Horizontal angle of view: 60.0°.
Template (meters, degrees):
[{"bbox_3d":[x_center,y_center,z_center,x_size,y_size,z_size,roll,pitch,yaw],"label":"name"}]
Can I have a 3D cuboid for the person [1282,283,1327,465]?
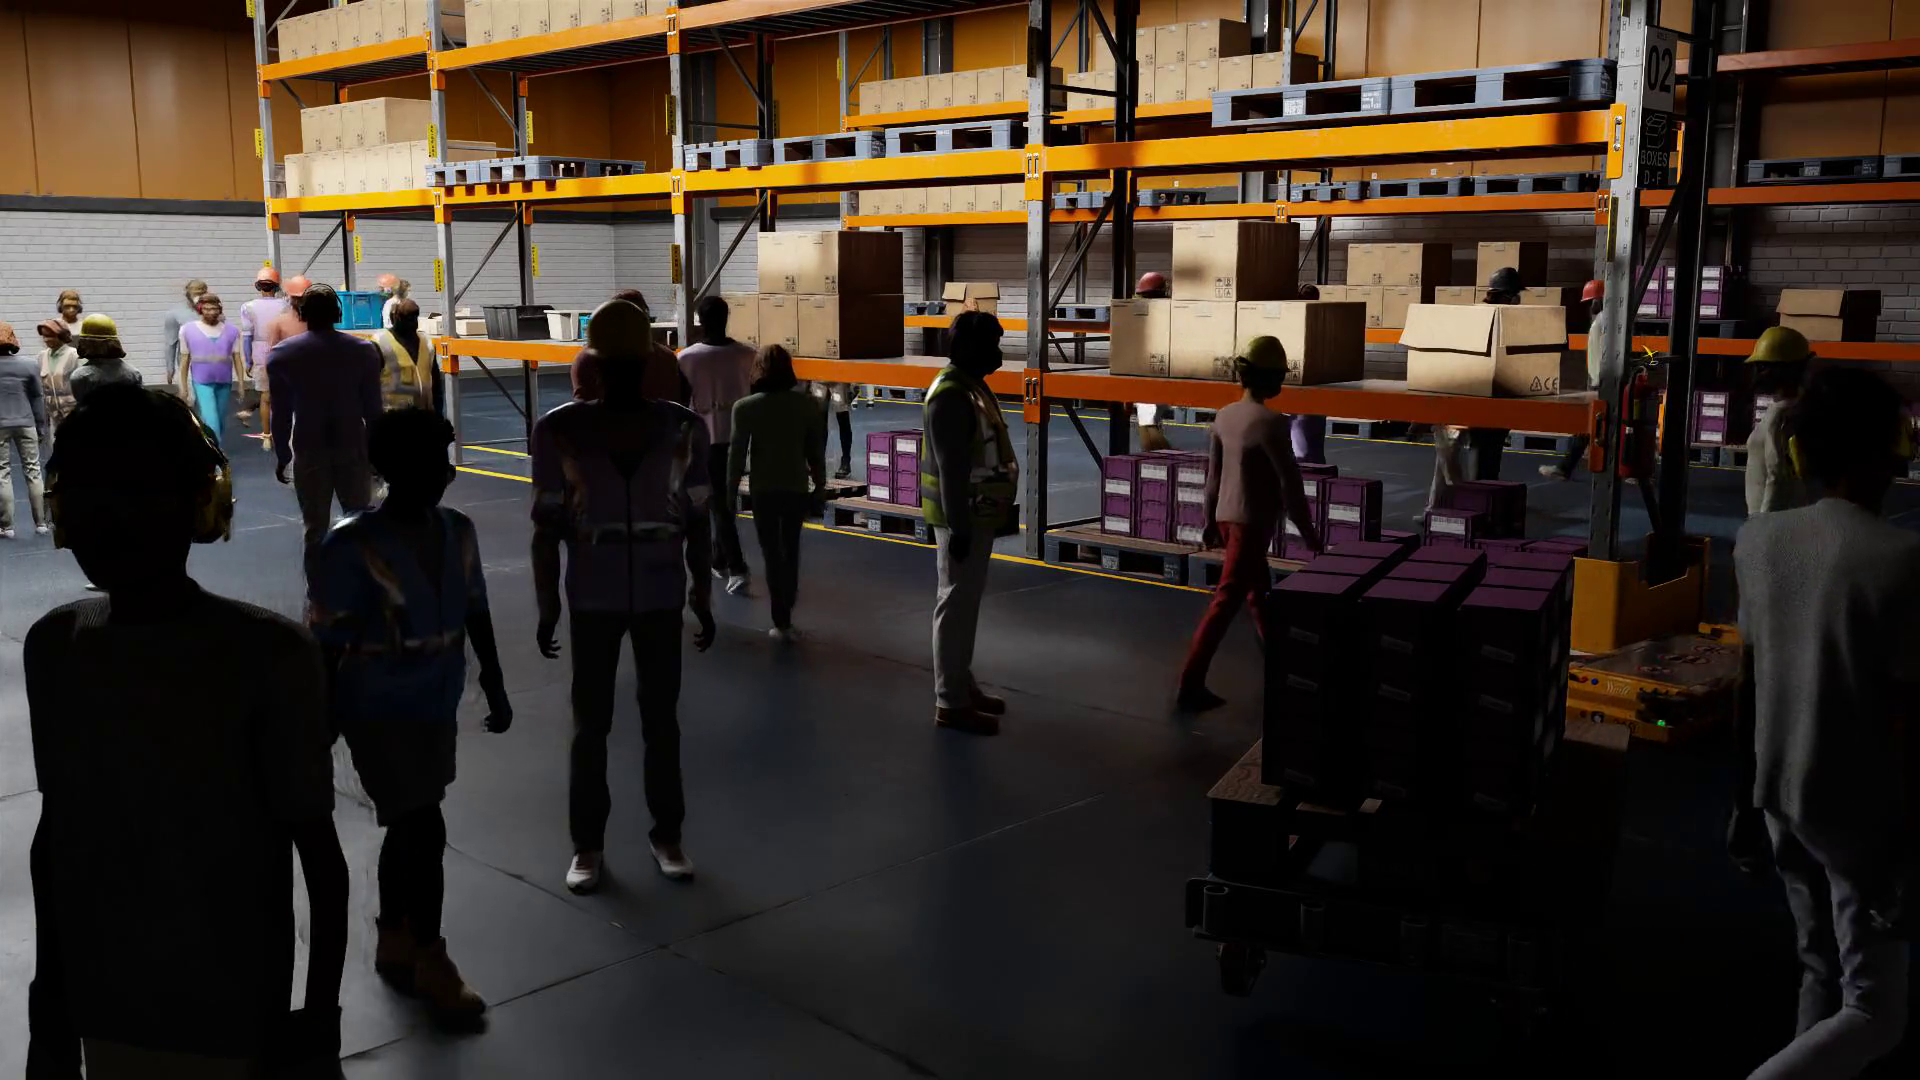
[{"bbox_3d":[2.676,-1.052,13.069,0.407,1.910,0.638,8,12,40],"label":"person"}]

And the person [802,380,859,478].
[{"bbox_3d":[-1.247,-1.567,16.077,0.640,1.962,0.395,4,10,22],"label":"person"}]

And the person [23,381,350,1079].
[{"bbox_3d":[-1.123,0.709,2.381,0.532,1.873,0.321,2,10,14],"label":"person"}]

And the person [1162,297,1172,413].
[{"bbox_3d":[2.213,-1.933,18.943,0.531,1.753,0.459,-6,11,-32],"label":"person"}]

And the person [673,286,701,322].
[{"bbox_3d":[-3.034,-1.994,19.140,0.973,1.807,0.543,4,10,22],"label":"person"}]

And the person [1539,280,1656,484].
[{"bbox_3d":[6.082,-1.477,15.649,1.068,1.922,0.686,8,12,42],"label":"person"}]

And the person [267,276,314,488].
[{"bbox_3d":[-5.834,-1.388,14.982,1.002,1.941,0.634,7,12,37],"label":"person"}]

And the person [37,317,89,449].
[{"bbox_3d":[-7.433,-1.035,13.851,0.527,1.629,0.353,3,10,15],"label":"person"}]

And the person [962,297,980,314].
[{"bbox_3d":[0.164,-2.575,23.280,0.491,1.626,0.282,-4,10,-25],"label":"person"}]

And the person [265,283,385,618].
[{"bbox_3d":[-3.627,-0.497,9.571,0.627,1.941,0.371,-4,10,-22],"label":"person"}]

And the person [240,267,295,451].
[{"bbox_3d":[-7.643,-2.007,18.509,0.605,2.045,0.377,-3,10,-16],"label":"person"}]

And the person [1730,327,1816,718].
[{"bbox_3d":[3.637,-0.069,7.477,0.317,1.767,0.534,6,11,34],"label":"person"}]

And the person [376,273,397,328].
[{"bbox_3d":[-7.818,-2.632,22.584,0.817,1.967,0.622,-7,11,-35],"label":"person"}]

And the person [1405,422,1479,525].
[{"bbox_3d":[3.677,-0.853,12.751,0.532,1.604,0.763,-6,11,-34],"label":"person"}]

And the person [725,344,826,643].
[{"bbox_3d":[-1.031,-0.269,9.152,0.526,1.605,0.661,-4,10,-22],"label":"person"}]

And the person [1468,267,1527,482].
[{"bbox_3d":[4.545,-1.261,13.946,0.536,2.000,0.682,7,11,36],"label":"person"}]

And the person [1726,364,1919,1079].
[{"bbox_3d":[1.694,0.568,3.366,0.657,1.838,0.519,-3,10,-19],"label":"person"}]

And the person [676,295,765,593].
[{"bbox_3d":[-1.511,-0.618,10.557,0.600,1.873,0.988,-5,11,-29],"label":"person"}]

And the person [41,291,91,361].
[{"bbox_3d":[-8.634,-1.521,16.247,0.533,1.814,0.798,-6,11,-32],"label":"person"}]

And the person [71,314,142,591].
[{"bbox_3d":[-5.364,-0.547,10.477,0.295,1.743,0.493,4,10,23],"label":"person"}]

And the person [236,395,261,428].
[{"bbox_3d":[-8.621,-2.165,20.716,0.790,1.650,0.536,-6,11,-31],"label":"person"}]

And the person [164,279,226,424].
[{"bbox_3d":[-8.255,-1.861,17.995,0.649,1.920,0.561,-8,12,-39],"label":"person"}]

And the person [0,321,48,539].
[{"bbox_3d":[-7.156,-0.825,12.514,0.501,1.633,0.289,-8,13,-42],"label":"person"}]

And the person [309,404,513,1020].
[{"bbox_3d":[-1.465,0.464,4.496,0.646,1.656,0.629,4,10,25],"label":"person"}]

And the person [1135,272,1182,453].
[{"bbox_3d":[1.773,-1.368,14.733,0.611,2.010,0.952,-8,13,-42],"label":"person"}]

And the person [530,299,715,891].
[{"bbox_3d":[-1.090,0.184,5.440,0.594,1.922,0.386,-3,10,-17],"label":"person"}]

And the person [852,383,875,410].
[{"bbox_3d":[-1.449,-2.769,23.857,0.586,1.824,0.403,-4,10,-23],"label":"person"}]

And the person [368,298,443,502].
[{"bbox_3d":[-4.470,-1.034,13.310,0.922,1.806,0.629,7,11,35],"label":"person"}]

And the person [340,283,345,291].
[{"bbox_3d":[-9.066,-2.923,24.767,0.591,1.834,0.404,2,10,14],"label":"person"}]

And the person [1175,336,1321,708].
[{"bbox_3d":[1.377,-0.081,7.705,0.914,1.712,0.533,-3,10,-20],"label":"person"}]

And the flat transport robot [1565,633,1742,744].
[{"bbox_3d":[3.289,0.652,7.625,1.431,0.197,0.652,-8,12,-40],"label":"flat transport robot"}]

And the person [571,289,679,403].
[{"bbox_3d":[-1.843,-0.446,9.354,0.640,1.910,0.409,-6,11,-32],"label":"person"}]

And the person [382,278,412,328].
[{"bbox_3d":[-7.371,-2.453,21.664,0.704,1.915,0.632,-8,12,-40],"label":"person"}]

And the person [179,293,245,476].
[{"bbox_3d":[-7.411,-1.544,16.456,0.574,1.798,0.943,-8,12,-40],"label":"person"}]

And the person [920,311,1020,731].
[{"bbox_3d":[0.046,-0.091,7.386,0.429,1.839,0.634,1,9,8],"label":"person"}]

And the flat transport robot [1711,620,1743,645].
[{"bbox_3d":[4.417,0.505,8.527,1.431,0.197,0.652,-6,11,-33],"label":"flat transport robot"}]
